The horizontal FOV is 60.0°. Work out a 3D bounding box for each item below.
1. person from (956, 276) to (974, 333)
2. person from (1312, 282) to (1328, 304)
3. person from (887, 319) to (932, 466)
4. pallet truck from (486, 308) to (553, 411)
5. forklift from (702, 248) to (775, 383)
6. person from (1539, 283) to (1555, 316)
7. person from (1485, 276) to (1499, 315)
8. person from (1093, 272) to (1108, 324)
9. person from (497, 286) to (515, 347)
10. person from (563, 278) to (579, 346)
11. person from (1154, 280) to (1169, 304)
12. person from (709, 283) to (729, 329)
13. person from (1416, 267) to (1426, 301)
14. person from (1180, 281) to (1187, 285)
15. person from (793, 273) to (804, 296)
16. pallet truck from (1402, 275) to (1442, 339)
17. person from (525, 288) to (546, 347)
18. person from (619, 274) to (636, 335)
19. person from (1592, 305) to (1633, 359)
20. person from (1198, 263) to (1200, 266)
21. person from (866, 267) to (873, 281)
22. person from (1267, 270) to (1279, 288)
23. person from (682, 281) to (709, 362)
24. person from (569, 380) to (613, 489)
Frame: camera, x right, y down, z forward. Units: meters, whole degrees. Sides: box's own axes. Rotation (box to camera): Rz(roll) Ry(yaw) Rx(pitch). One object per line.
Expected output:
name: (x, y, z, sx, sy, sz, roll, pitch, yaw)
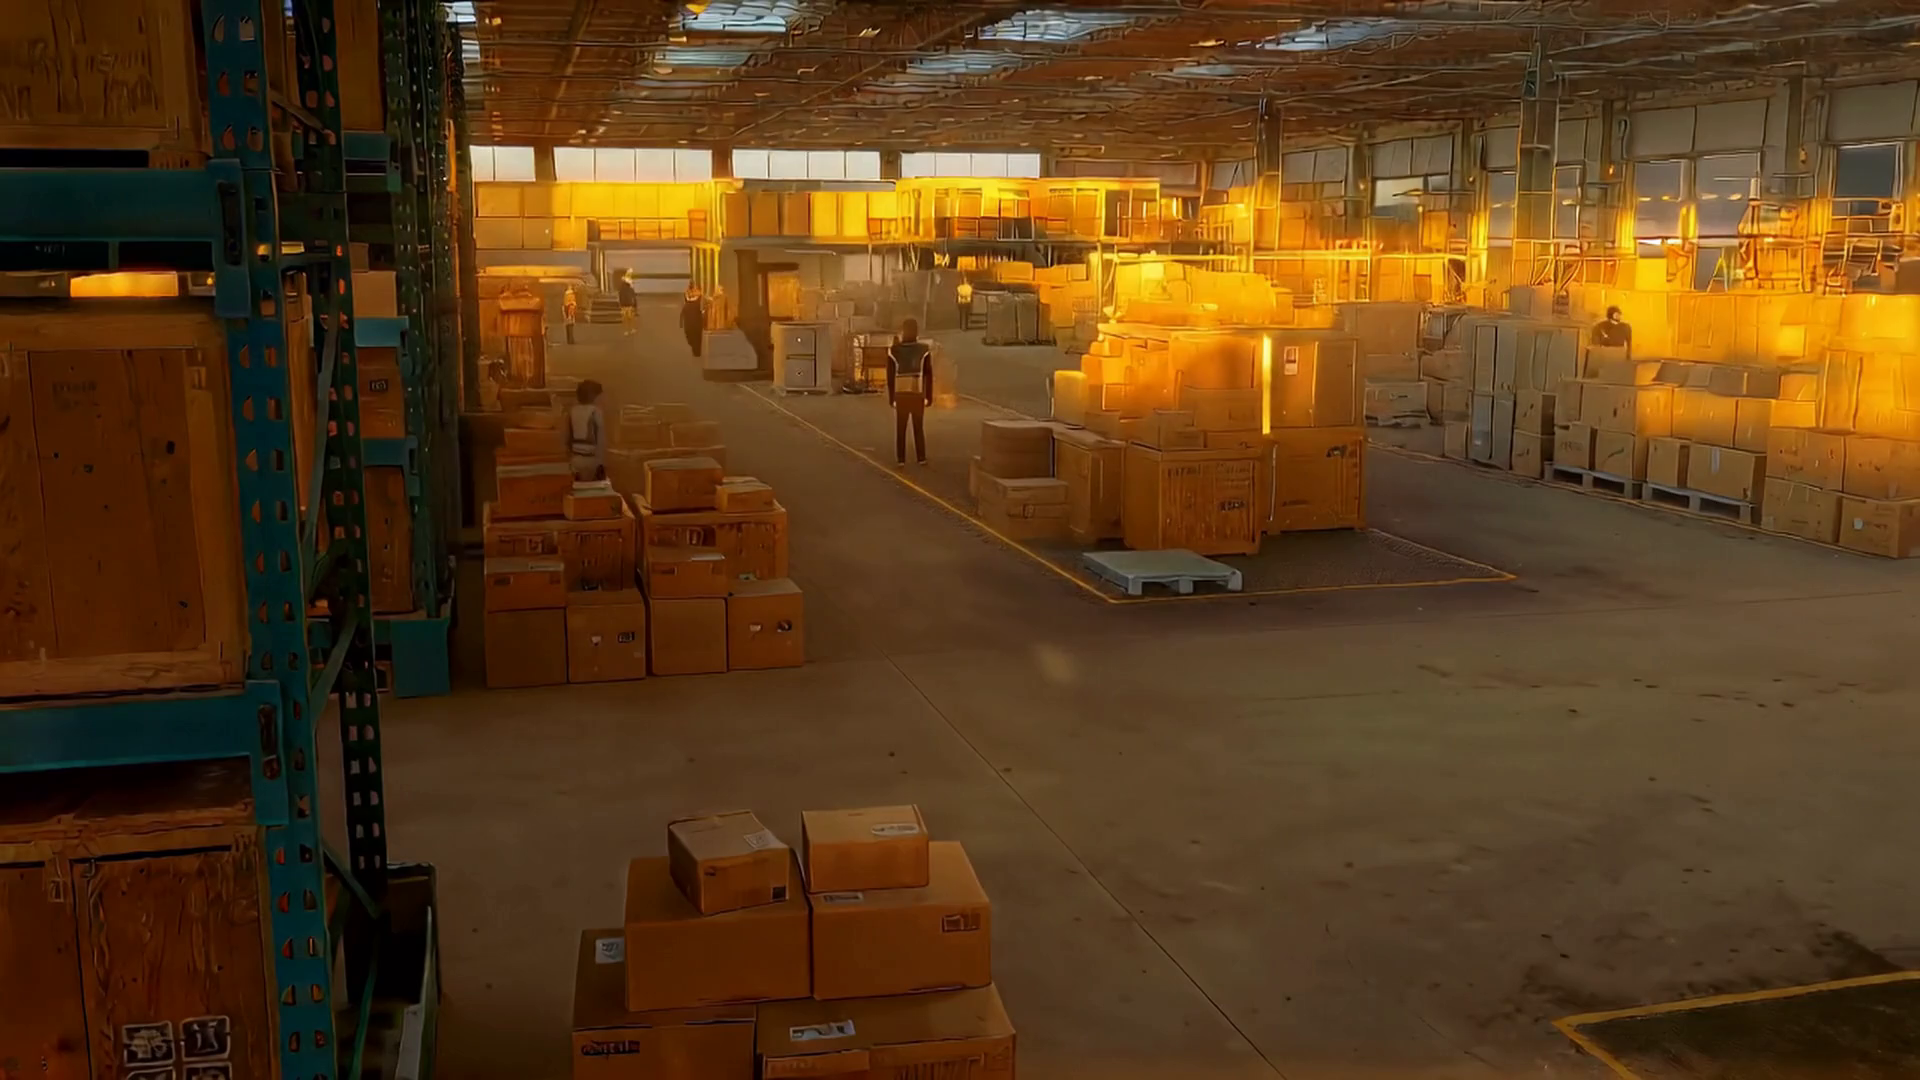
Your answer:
person: (0.170, -7.779, 54.994, 0.592, 1.899, 0.764, 2, 10, 11)
person: (11.966, -7.736, 55.358, 0.533, 1.690, 0.321, 5, 11, 24)
person: (-0.661, -1.928, 21.817, 0.594, 1.915, 0.373, 2, 10, 12)
pallet truck: (-6.242, -2.418, 24.362, 0.823, 1.965, 1.885, 1, 10, 3)
forklift: (-4.498, -4.764, 35.149, 1.873, 2.768, 1.129, -3, 10, -15)
person: (15.372, -5.856, 44.114, 0.617, 1.888, 0.899, -4, 11, -21)
person: (18.827, -8.418, 58.781, 0.619, 1.845, 0.430, -7, 12, -35)
person: (5.187, -8.952, 61.528, 0.367, 1.939, 0.634, -10, 14, -44)
person: (-13.032, -6.441, 47.872, 0.527, 1.742, 0.725, 4, 11, 20)
person: (-11.305, -6.615, 48.256, 0.367, 1.959, 0.601, 1, 10, 6)
person: (6.422, -7.347, 52.776, 0.584, 1.830, 0.805, 5, 11, 28)
person: (-6.777, -6.267, 46.578, 0.554, 1.849, 0.645, -6, 12, -31)
person: (20.939, -11.436, 75.626, 0.364, 1.927, 0.587, -8, 13, -38)
person: (7.665, -7.931, 56.457, 0.932, 1.696, 0.487, -1, 10, -7)
person: (-5.955, -8.788, 60.731, 0.543, 1.902, 0.964, -5, 11, -28)
pallet truck: (14.620, -7.324, 52.145, 0.823, 1.965, 1.885, 8, 13, 40)
person: (-12.191, -6.392, 47.789, 0.598, 1.659, 0.566, 2, 10, 11)
person: (-10.798, -7.645, 54.043, 0.623, 1.974, 0.566, 4, 11, 21)
person: (10.850, -2.931, 27.547, 0.639, 1.900, 0.943, -2, 10, -9)
person: (13.022, -14.154, 90.826, 0.622, 1.993, 0.383, -4, 11, -20)
person: (-4.590, -12.754, 83.304, 0.874, 1.853, 0.588, -4, 11, -21)
person: (12.554, -9.905, 66.991, 0.632, 1.928, 0.590, -6, 12, -32)
person: (-6.605, -5.471, 41.532, 0.696, 2.000, 0.653, 2, 10, 10)
person: (-3.494, -0.731, 15.949, 0.524, 1.596, 0.835, 7, 12, 34)
